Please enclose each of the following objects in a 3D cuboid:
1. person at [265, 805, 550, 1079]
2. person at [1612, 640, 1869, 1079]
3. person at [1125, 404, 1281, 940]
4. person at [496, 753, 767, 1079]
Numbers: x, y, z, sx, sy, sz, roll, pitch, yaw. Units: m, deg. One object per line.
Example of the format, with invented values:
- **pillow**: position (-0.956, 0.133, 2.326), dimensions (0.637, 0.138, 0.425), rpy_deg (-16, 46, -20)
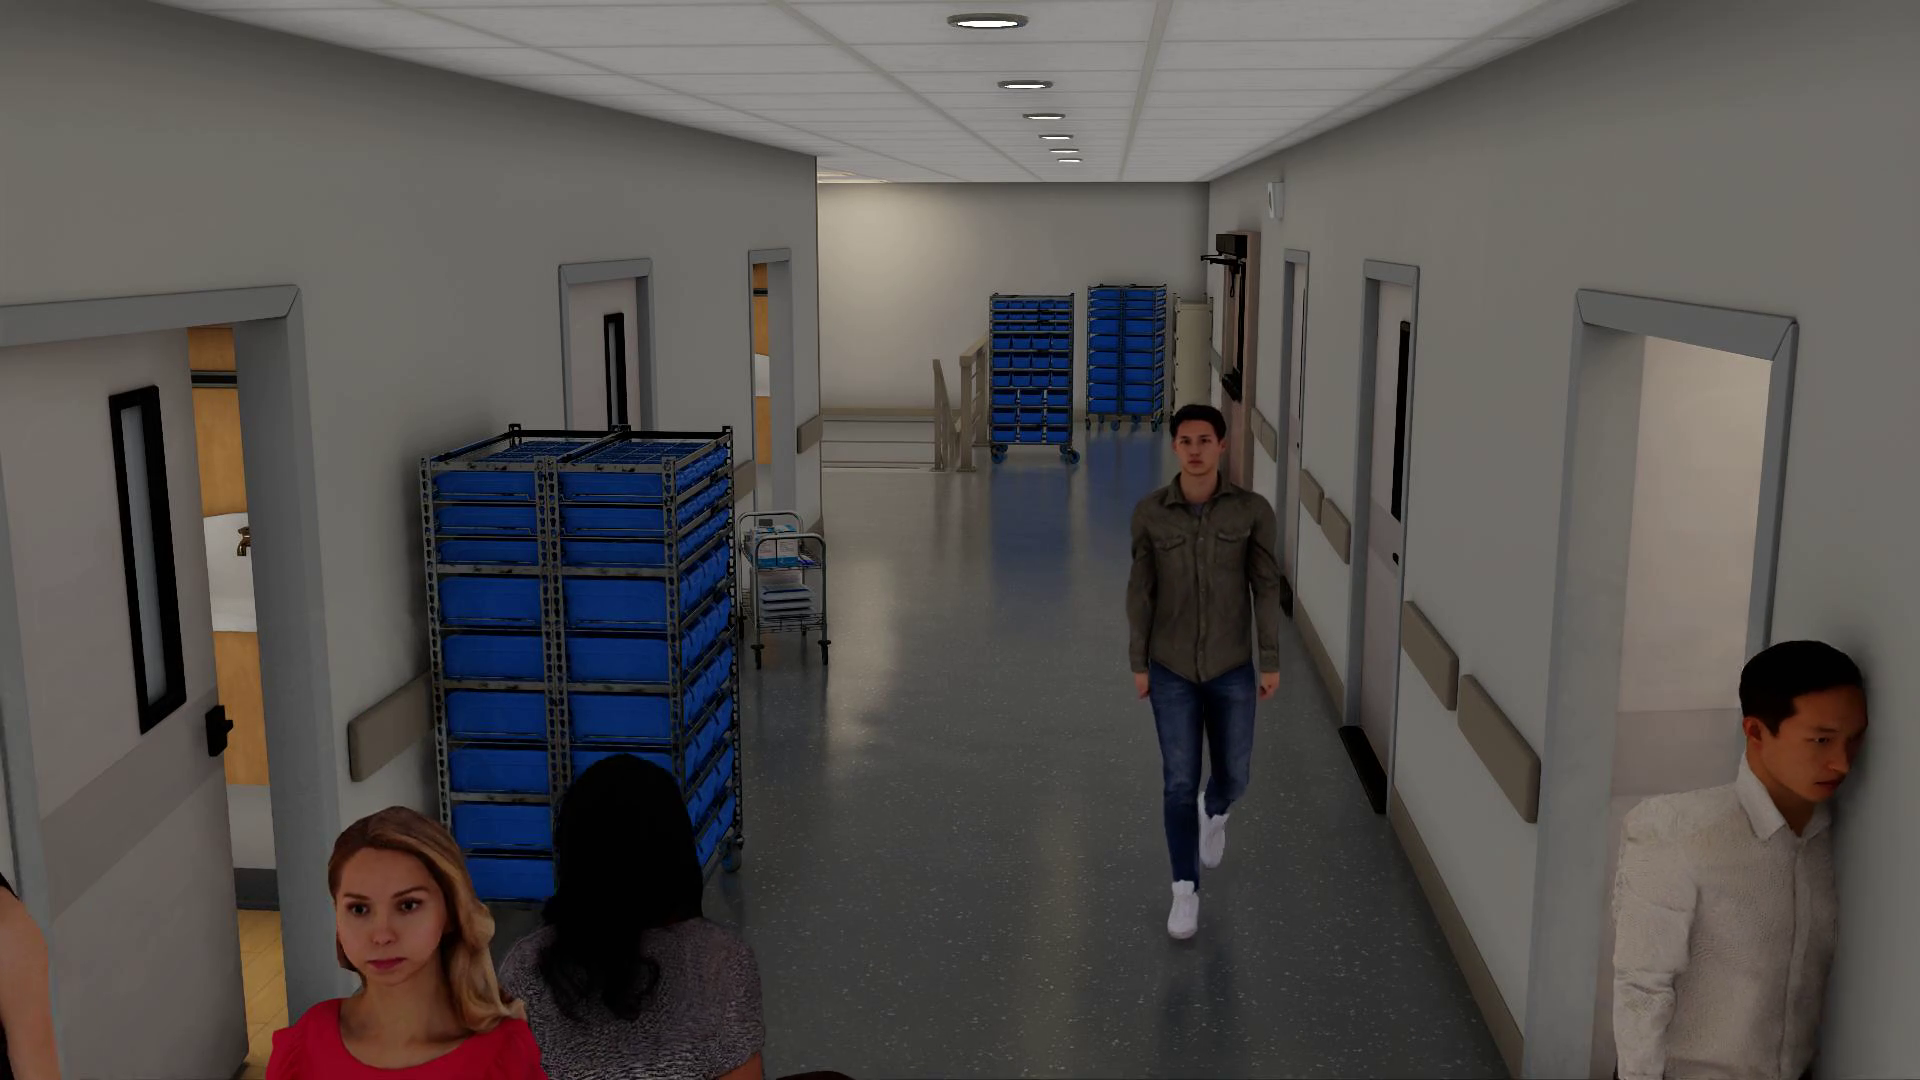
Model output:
- **person**: position (-0.739, 1.191, 2.333), dimensions (0.587, 1.727, 0.560), rpy_deg (2, 11, 11)
- **person**: position (1.340, 1.035, 2.982), dimensions (0.738, 1.792, 0.691), rpy_deg (-3, 11, -16)
- **person**: position (0.889, 0.436, 5.997), dimensions (0.722, 1.843, 1.046), rpy_deg (2, 11, 9)
- **person**: position (-0.553, 1.192, 2.764), dimensions (0.789, 1.565, 1.107), rpy_deg (-1, 11, -8)
